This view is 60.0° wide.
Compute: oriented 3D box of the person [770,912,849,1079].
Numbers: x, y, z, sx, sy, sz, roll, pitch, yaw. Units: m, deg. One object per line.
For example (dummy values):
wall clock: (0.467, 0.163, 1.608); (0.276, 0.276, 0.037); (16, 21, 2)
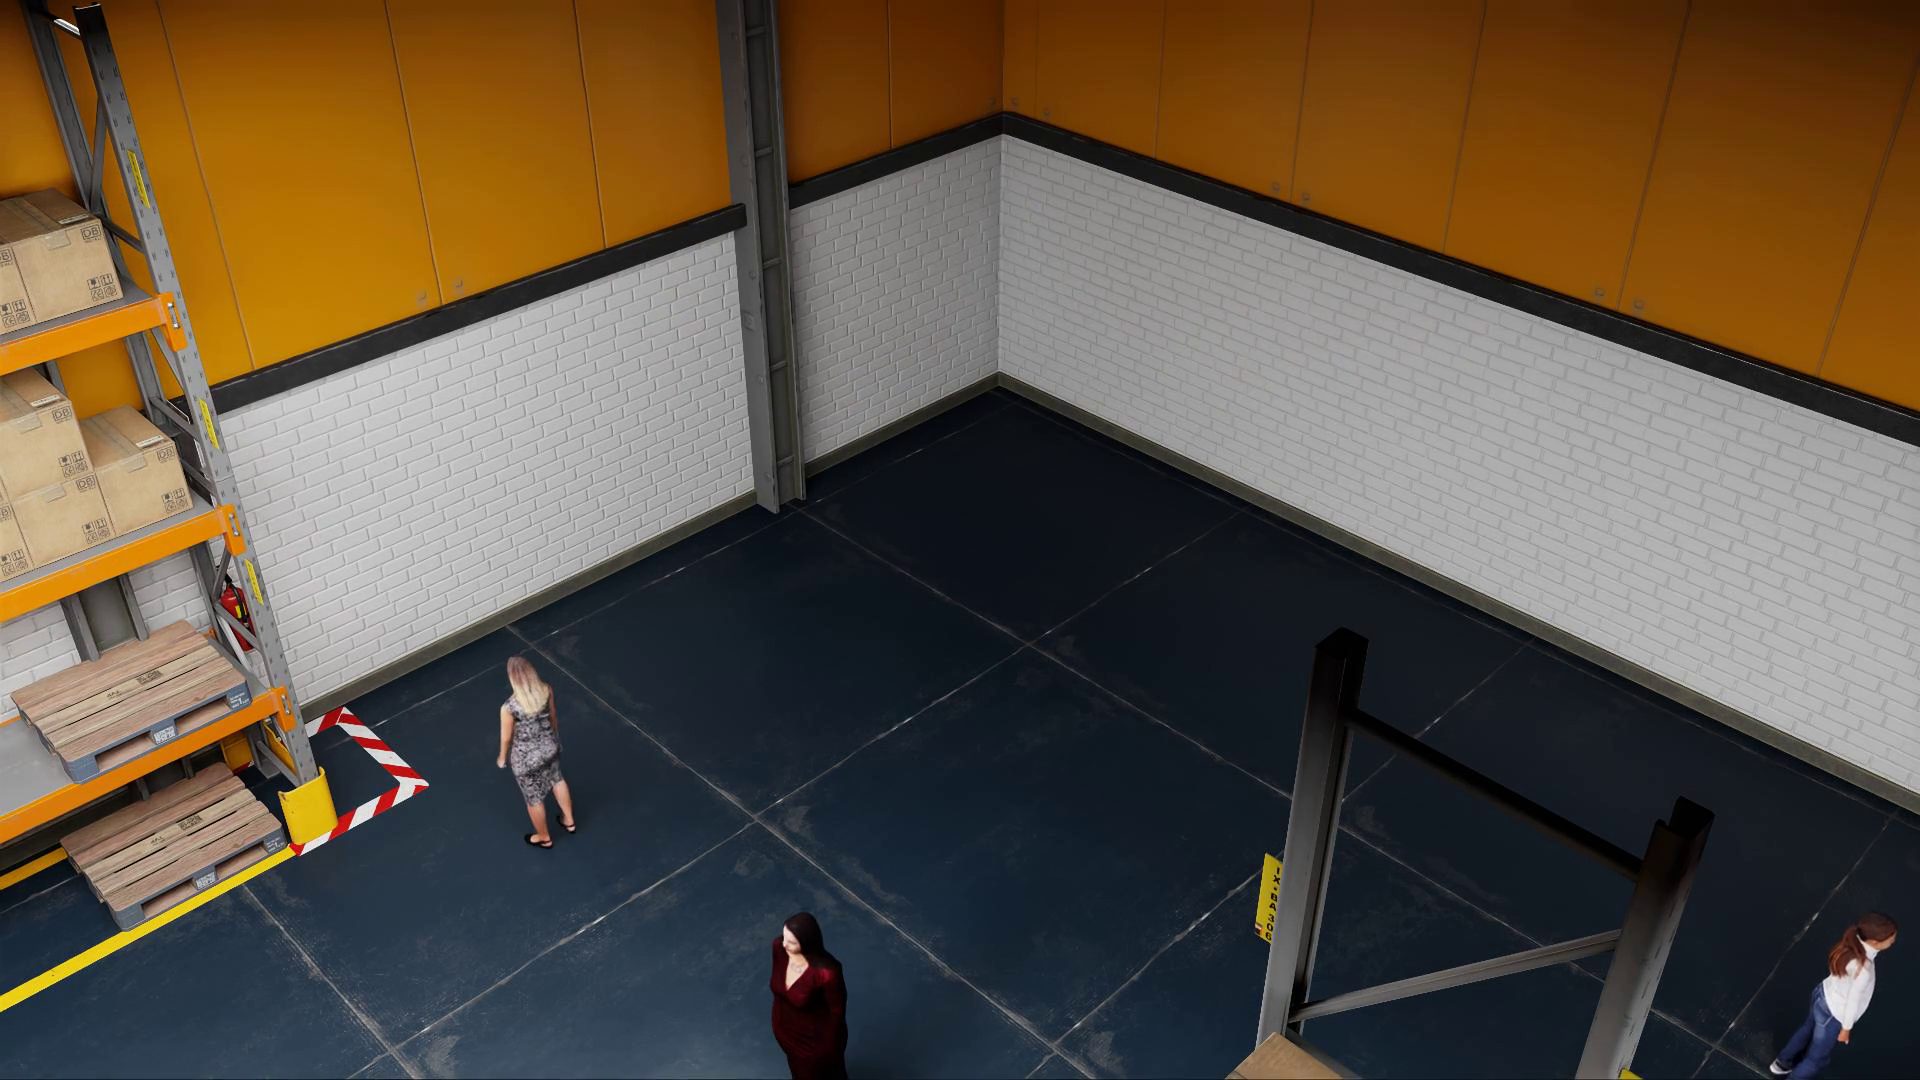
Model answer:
person: (-0.866, 2.797, 9.692); (0.696, 1.756, 0.654); (23, 40, 30)

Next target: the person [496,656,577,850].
person: (-2.946, 1.539, 11.637); (0.666, 1.699, 0.500); (27, 42, 34)

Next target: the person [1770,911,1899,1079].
person: (5.196, 2.773, 9.916); (0.684, 1.548, 0.599); (7, 34, 11)
